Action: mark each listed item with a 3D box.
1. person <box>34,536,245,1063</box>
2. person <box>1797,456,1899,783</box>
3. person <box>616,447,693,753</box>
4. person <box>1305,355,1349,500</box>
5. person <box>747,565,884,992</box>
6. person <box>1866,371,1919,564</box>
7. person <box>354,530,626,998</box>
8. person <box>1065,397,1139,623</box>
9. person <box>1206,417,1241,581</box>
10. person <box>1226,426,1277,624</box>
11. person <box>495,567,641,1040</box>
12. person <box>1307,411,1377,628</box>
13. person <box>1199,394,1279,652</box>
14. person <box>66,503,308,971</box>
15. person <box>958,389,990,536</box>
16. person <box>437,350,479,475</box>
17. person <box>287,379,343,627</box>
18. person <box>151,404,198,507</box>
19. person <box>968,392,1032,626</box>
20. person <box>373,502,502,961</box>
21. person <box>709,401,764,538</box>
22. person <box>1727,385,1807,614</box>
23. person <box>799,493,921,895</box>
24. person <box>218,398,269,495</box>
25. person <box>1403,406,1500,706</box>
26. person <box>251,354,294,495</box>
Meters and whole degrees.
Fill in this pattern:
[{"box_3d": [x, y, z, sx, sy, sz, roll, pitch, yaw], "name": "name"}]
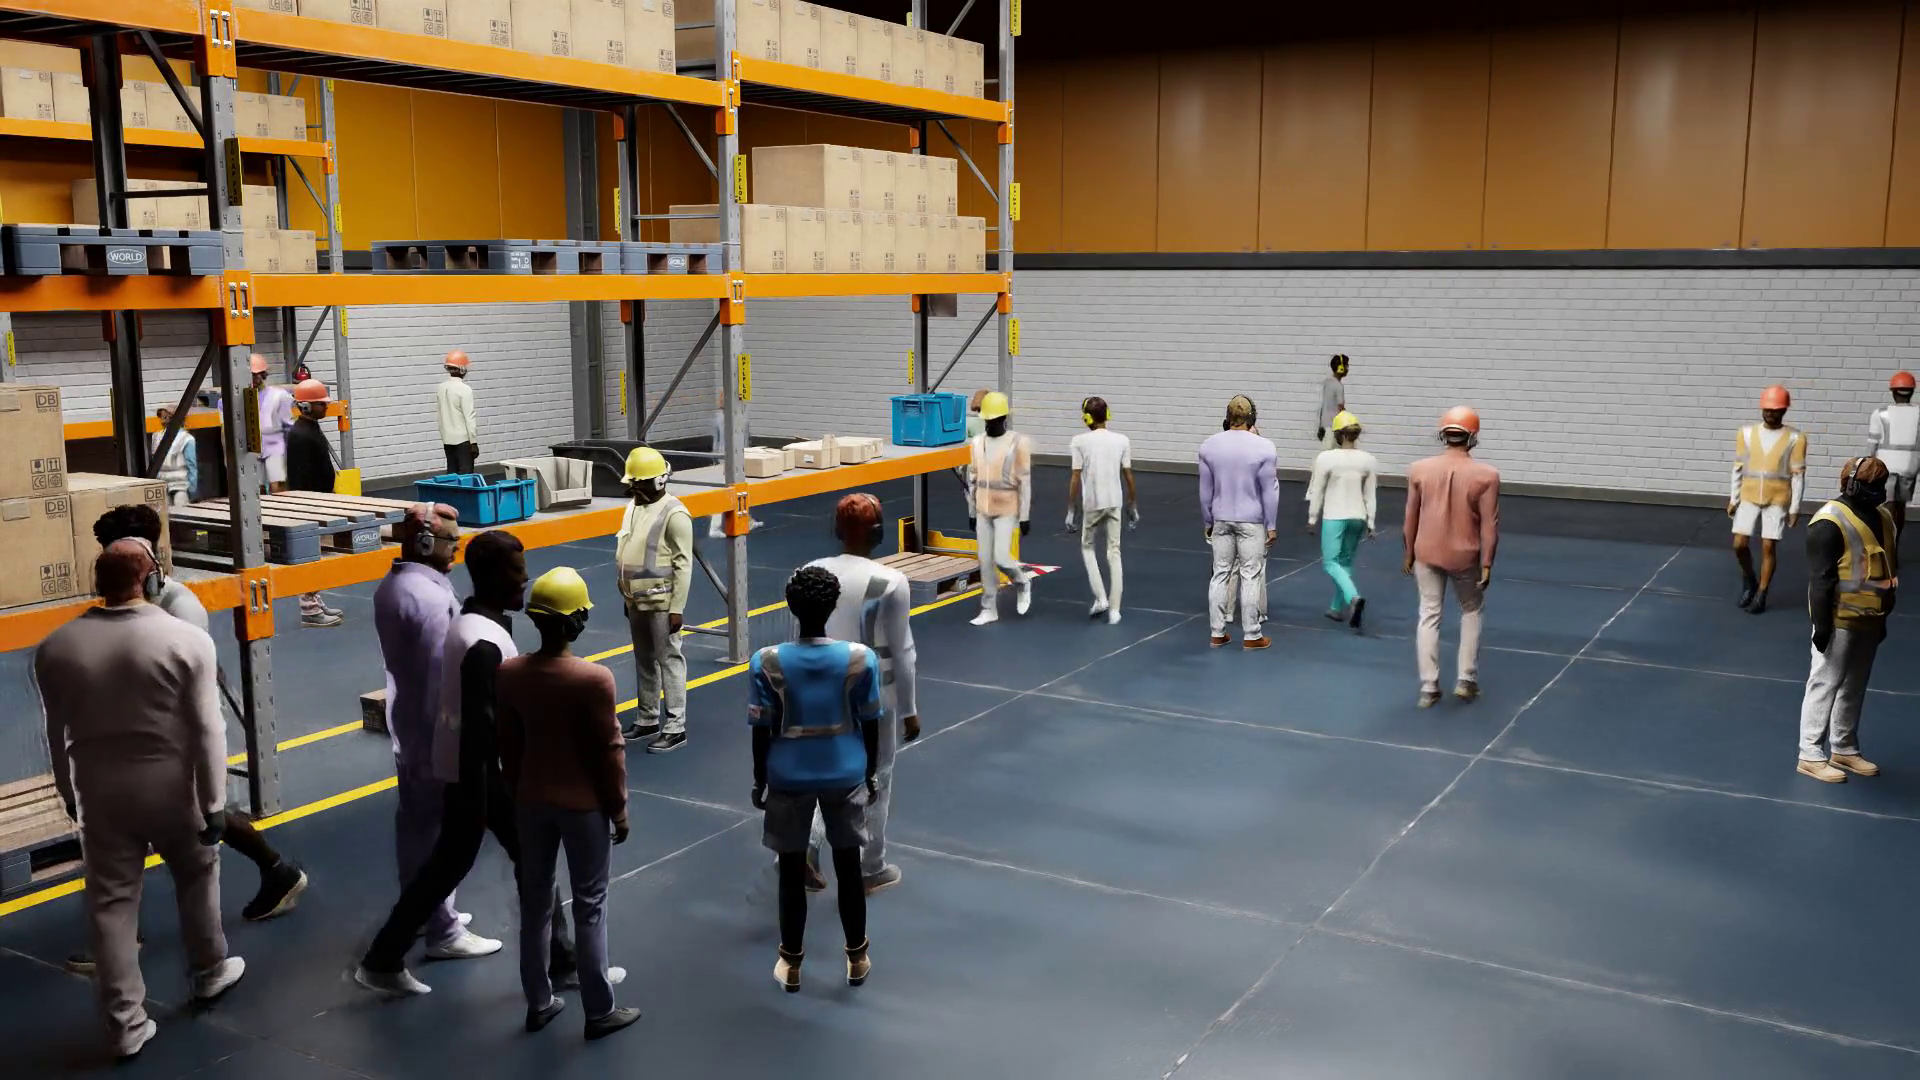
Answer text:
[{"box_3d": [-3.025, 0.911, 6.224, 0.670, 1.869, 0.874, -1, 9, -6], "name": "person"}, {"box_3d": [4.995, 0.441, 9.331, 0.619, 1.836, 0.431, -6, 11, -31], "name": "person"}, {"box_3d": [-1.837, 0.350, 9.916, 0.403, 1.823, 0.586, -9, 13, -44], "name": "person"}, {"box_3d": [4.768, -1.387, 20.740, 0.945, 1.820, 0.561, 0, 9, -3], "name": "person"}, {"box_3d": [-0.572, 0.944, 6.596, 0.540, 1.695, 0.317, -2, 9, -10], "name": "person"}, {"box_3d": [9.206, -0.707, 16.323, 0.545, 1.898, 0.938, 3, 10, 20], "name": "person"}, {"box_3d": [-1.888, 0.883, 6.456, 1.002, 1.875, 0.609, -3, 10, -20], "name": "person"}, {"box_3d": [1.170, -0.249, 13.606, 0.659, 1.832, 0.570, -2, 9, -11], "name": "person"}, {"box_3d": [2.290, -0.225, 13.896, 0.540, 1.696, 0.316, 2, 9, 14], "name": "person"}, {"box_3d": [2.309, -0.127, 13.460, 0.514, 1.641, 0.307, 1, 9, 8], "name": "person"}, {"box_3d": [-1.463, 0.976, 6.185, 0.522, 1.769, 0.310, 3, 10, 19], "name": "person"}, {"box_3d": [3.116, -0.158, 13.346, 0.550, 1.734, 0.739, -2, 9, -13], "name": "person"}, {"box_3d": [2.099, -0.126, 12.524, 0.631, 1.940, 0.372, 6, 11, 32], "name": "person"}, {"box_3d": [-3.271, 0.772, 6.992, 0.616, 1.920, 0.965, 7, 11, 36], "name": "person"}, {"box_3d": [0.251, -0.791, 17.655, 0.521, 1.616, 0.507, -3, 10, -18], "name": "person"}, {"box_3d": [-5.557, -1.113, 18.504, 0.623, 1.994, 0.382, 7, 12, 39], "name": "person"}, {"box_3d": [-5.217, -0.302, 13.450, 0.395, 1.992, 0.622, -2, 9, -15], "name": "person"}, {"box_3d": [-7.366, -0.479, 15.704, 0.528, 1.620, 0.463, 4, 10, 23], "name": "person"}, {"box_3d": [0.325, -0.254, 13.415, 0.606, 1.901, 0.537, 7, 12, 39], "name": "person"}, {"box_3d": [-2.184, 0.787, 6.950, 0.405, 1.903, 0.636, -6, 11, -32], "name": "person"}, {"box_3d": [-2.445, -0.831, 18.025, 0.525, 1.583, 0.871, 8, 12, 41], "name": "person"}, {"box_3d": [6.695, -0.331, 13.845, 0.584, 1.923, 0.395, 7, 12, 38], "name": "person"}, {"box_3d": [-0.482, 0.719, 7.473, 0.583, 1.869, 0.551, 6, 11, 32], "name": "person"}, {"box_3d": [-7.616, -0.931, 17.829, 0.564, 1.848, 0.388, -3, 10, -17], "name": "person"}, {"box_3d": [3.244, 0.104, 11.001, 0.636, 1.972, 0.645, 5, 10, 27], "name": "person"}, {"box_3d": [-7.114, -0.876, 16.944, 0.659, 2.017, 0.873, -2, 9, -13], "name": "person"}]
